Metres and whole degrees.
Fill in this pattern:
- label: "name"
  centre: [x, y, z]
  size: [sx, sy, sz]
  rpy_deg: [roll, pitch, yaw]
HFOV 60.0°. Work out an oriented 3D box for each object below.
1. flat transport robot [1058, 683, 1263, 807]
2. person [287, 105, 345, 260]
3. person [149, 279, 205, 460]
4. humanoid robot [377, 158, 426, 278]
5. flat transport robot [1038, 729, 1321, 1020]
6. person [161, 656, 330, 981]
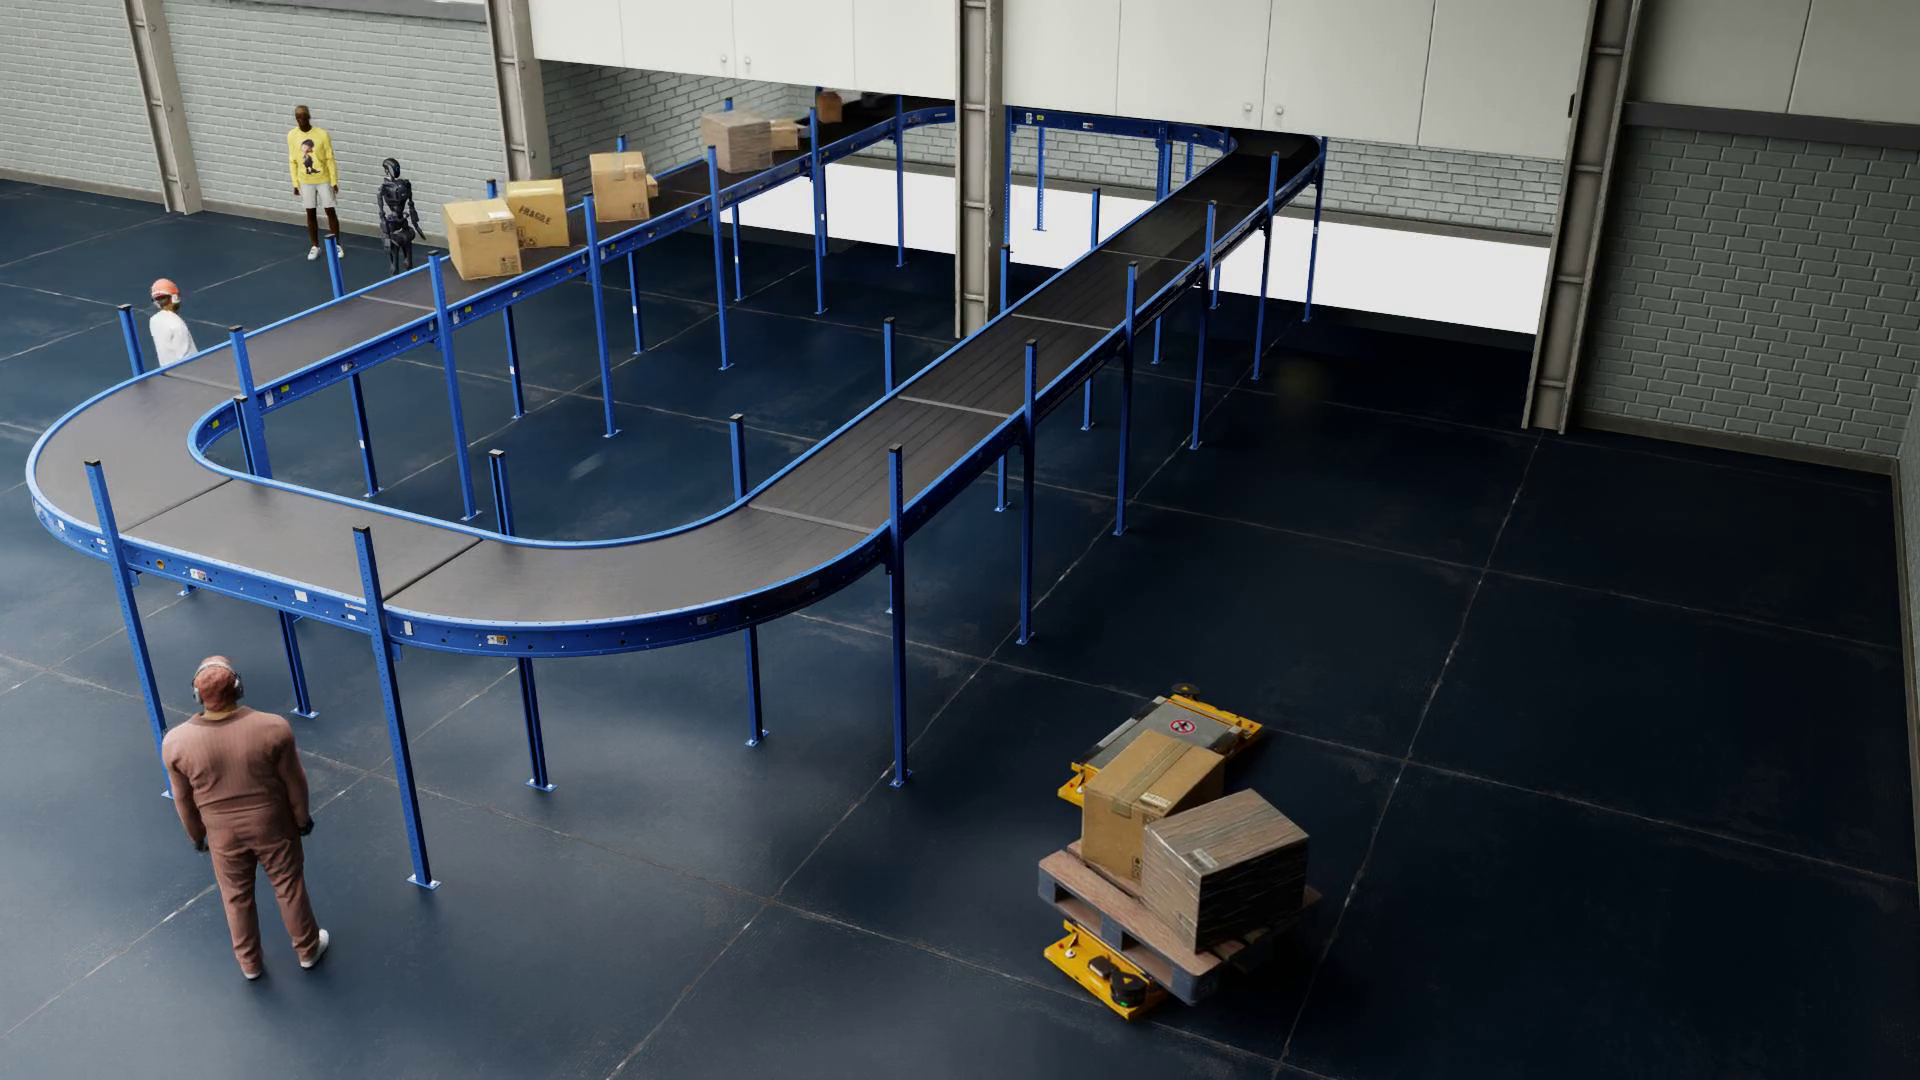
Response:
- label: "flat transport robot"
  centre: [1.308, 1.384, 10.688]
  size: [0.659, 0.231, 1.431]
  rpy_deg: [19, 32, 34]
- label: "person"
  centre: [-7.972, -4.418, 20.559]
  size: [0.547, 1.893, 0.381]
  rpy_deg: [-4, 27, -7]
- label: "person"
  centre: [-6.864, -1.433, 14.746]
  size: [0.321, 1.718, 0.696]
  rpy_deg: [-23, 34, -38]
- label: "humanoid robot"
  centre: [-6.400, -3.539, 19.008]
  size: [0.315, 1.657, 0.599]
  rpy_deg: [12, 29, 23]
- label: "flat transport robot"
  centre: [1.203, 2.110, 9.224]
  size: [1.431, 0.231, 0.659]
  rpy_deg: [-20, 33, -35]
- label: "person"
  centre: [-3.714, 1.459, 8.697]
  size: [0.639, 1.906, 0.412]
  rpy_deg: [-7, 27, -14]
